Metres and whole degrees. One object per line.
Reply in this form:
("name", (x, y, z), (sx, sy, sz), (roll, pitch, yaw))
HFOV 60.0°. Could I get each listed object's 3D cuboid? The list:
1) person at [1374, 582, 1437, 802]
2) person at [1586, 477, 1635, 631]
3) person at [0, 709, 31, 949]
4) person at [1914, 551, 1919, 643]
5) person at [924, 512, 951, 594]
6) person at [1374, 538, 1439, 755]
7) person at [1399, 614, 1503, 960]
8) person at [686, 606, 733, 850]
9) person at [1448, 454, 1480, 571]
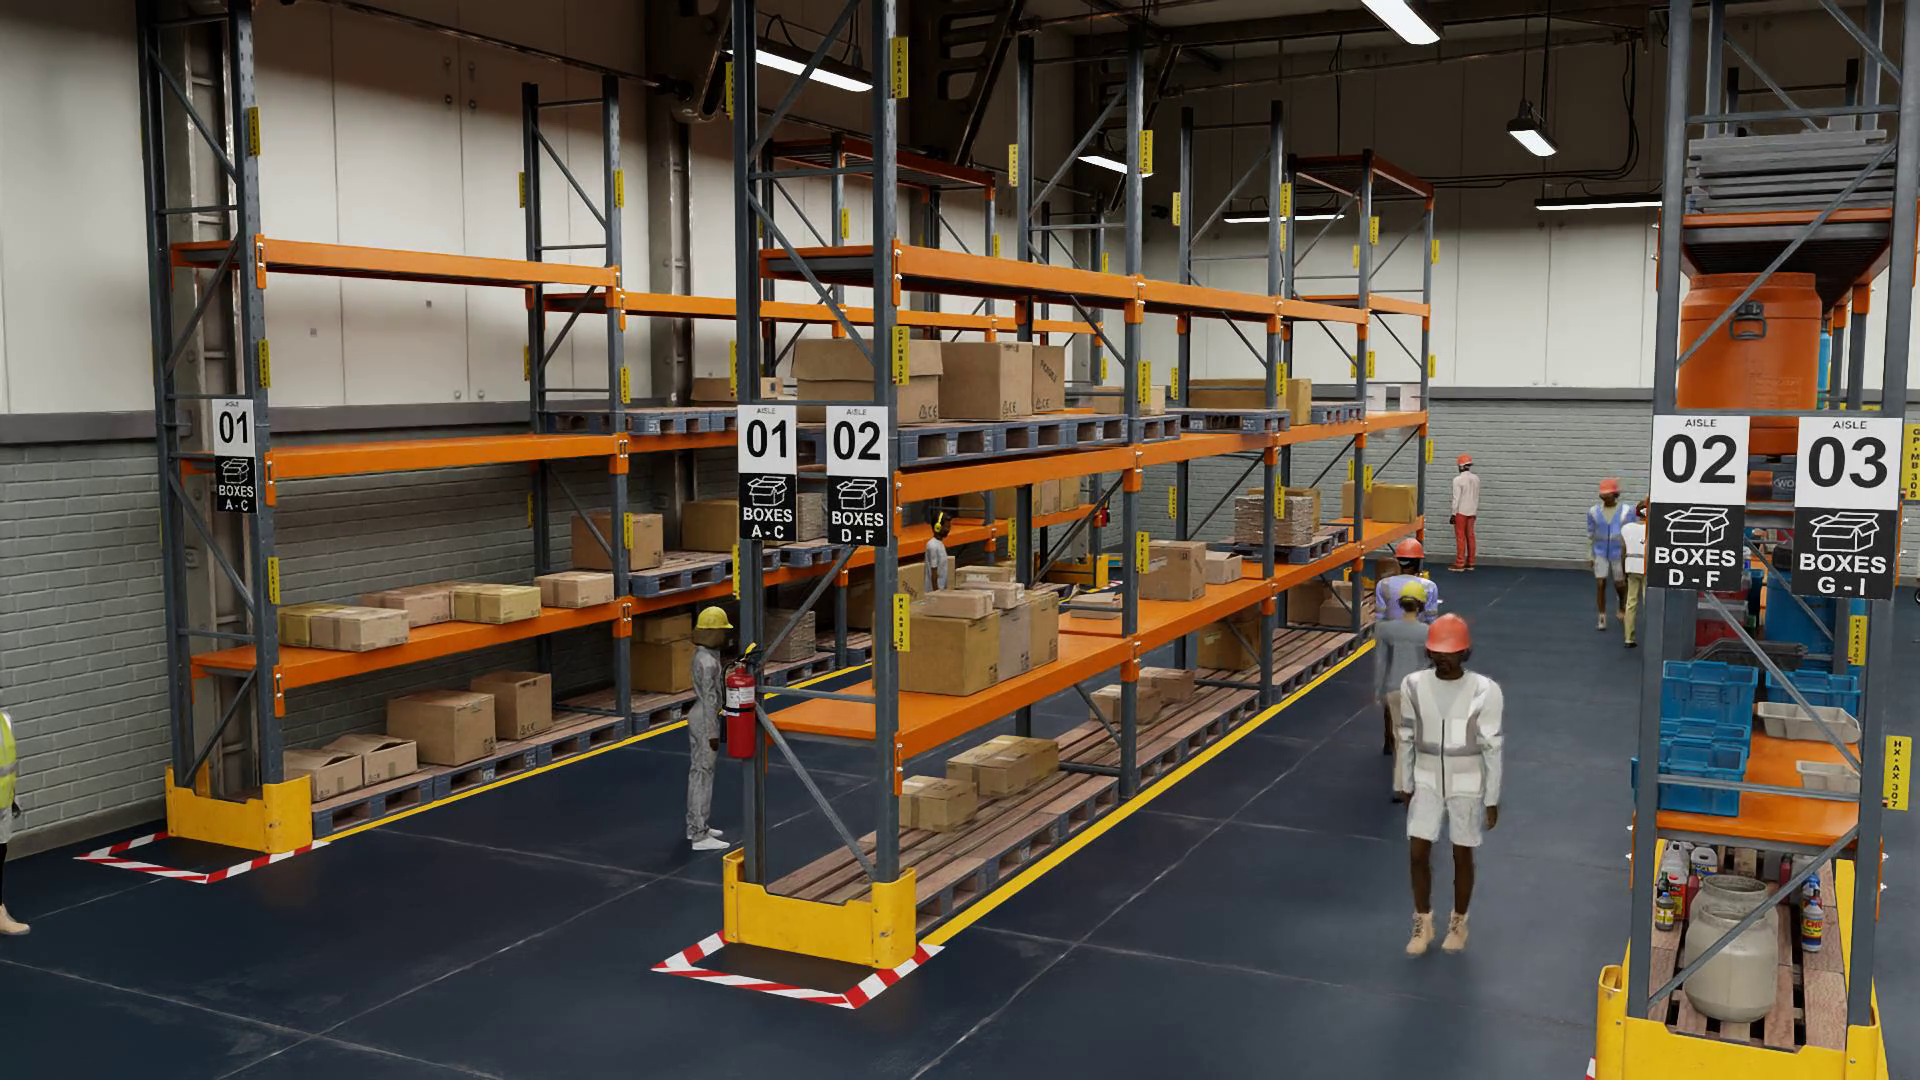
("person", (3.649, 1.195, 13.358), (0.549, 1.720, 0.879), (4, 7, 36))
("person", (8.584, 0.170, 21.918), (0.629, 2.024, 0.691), (4, 7, 31))
("person", (-5.787, 1.570, 9.875), (0.318, 1.697, 0.534), (0, 6, 3))
("person", (12.065, 0.441, 20.586), (0.355, 1.757, 0.526), (-1, 6, -10))
("person", (-0.231, 0.620, 18.336), (0.329, 1.861, 0.508), (0, 6, 1))
("person", (3.957, 0.951, 14.749), (0.551, 1.933, 0.365), (2, 6, 22))
("person", (2.812, 1.437, 9.618), (0.626, 2.018, 0.707), (3, 7, 29))
("person", (-1.792, 1.339, 11.956), (0.343, 1.734, 0.483), (-2, 6, -16))
("person", (8.547, -0.463, 28.215), (0.612, 1.995, 0.382), (-4, 7, -34))
